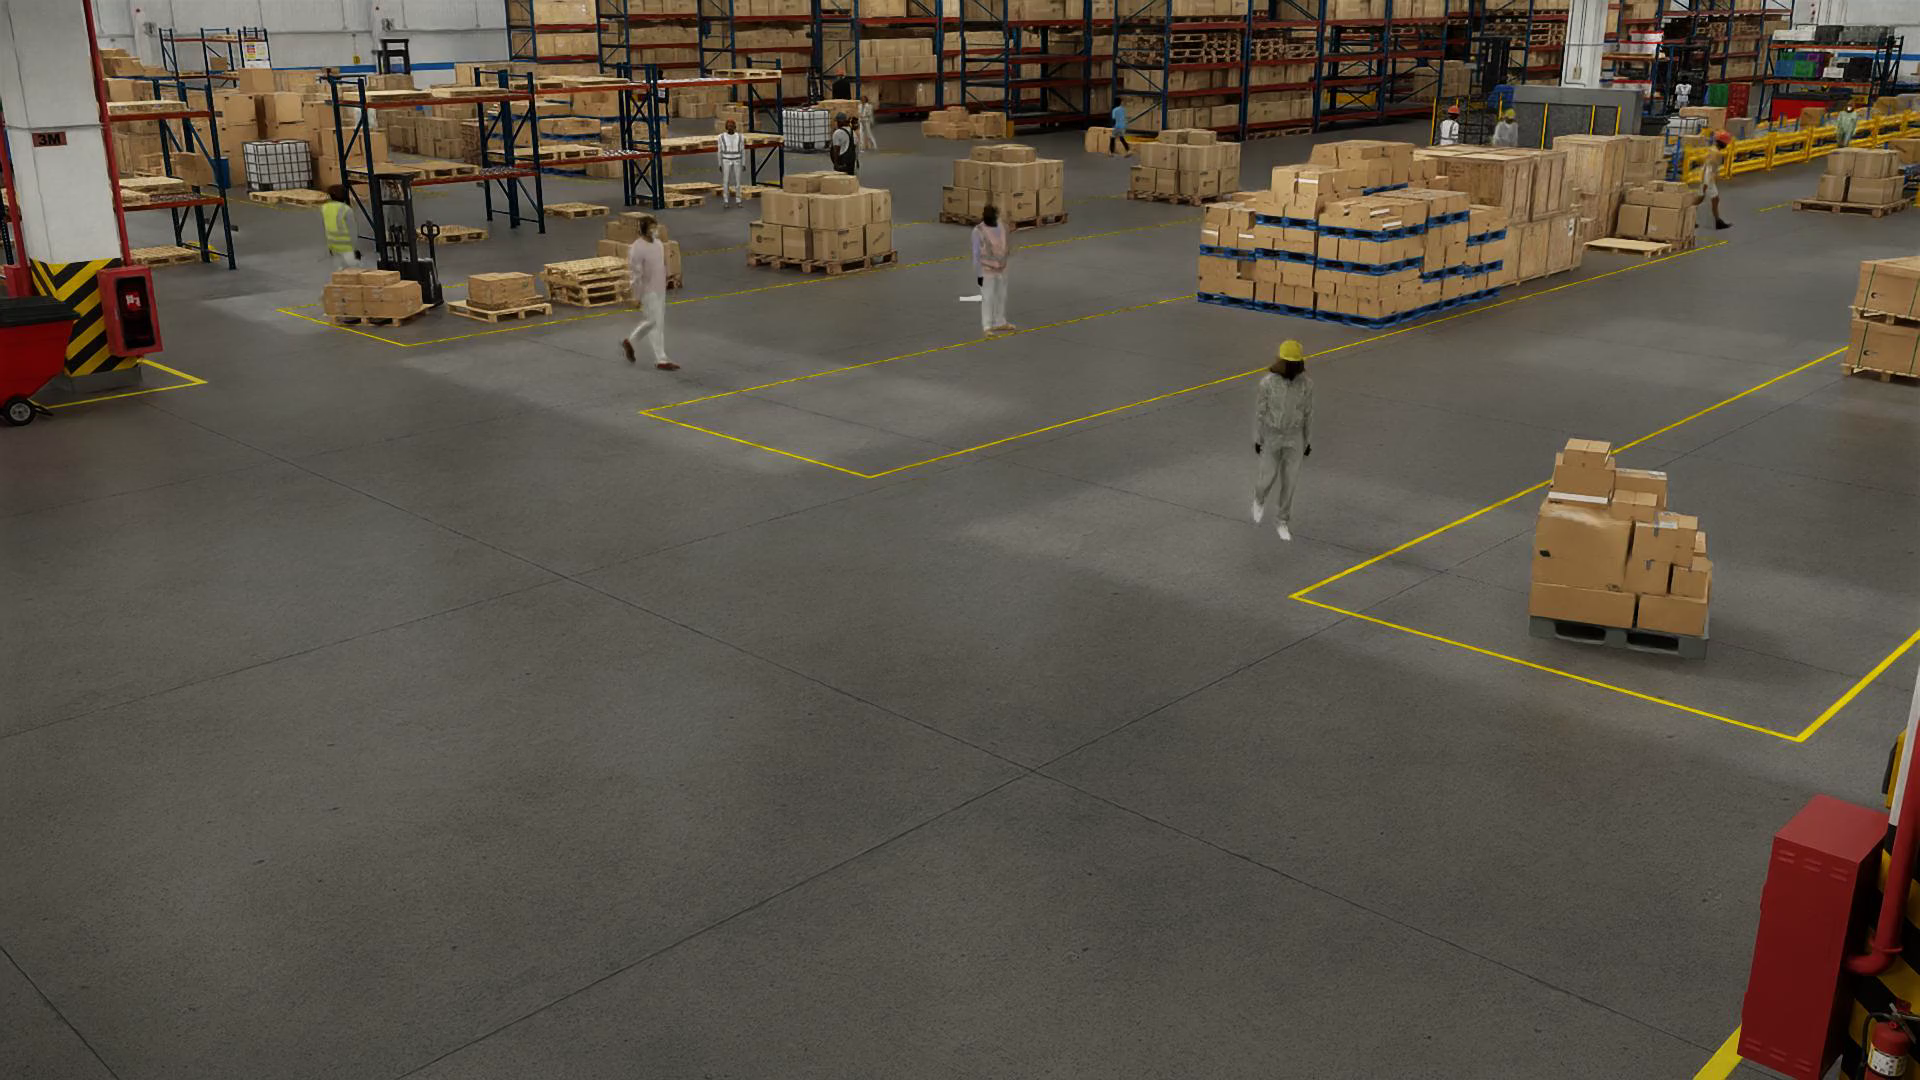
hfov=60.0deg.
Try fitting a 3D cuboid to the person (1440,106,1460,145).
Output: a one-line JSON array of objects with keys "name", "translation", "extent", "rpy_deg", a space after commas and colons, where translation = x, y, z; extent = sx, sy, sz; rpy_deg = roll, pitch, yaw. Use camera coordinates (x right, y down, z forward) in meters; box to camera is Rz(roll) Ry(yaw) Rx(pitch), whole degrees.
[{"name": "person", "translation": [11.437, -9.160, 38.879], "extent": [0.397, 1.928, 0.542], "rpy_deg": [-9, 21, -26]}]

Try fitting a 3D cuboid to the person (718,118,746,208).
[{"name": "person", "translation": [-4.887, -8.066, 35.642], "extent": [0.581, 1.882, 0.339], "rpy_deg": [-5, 19, -15]}]

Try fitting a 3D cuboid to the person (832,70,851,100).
[{"name": "person", "translation": [-3.845, -14.255, 54.128], "extent": [0.609, 1.986, 0.390], "rpy_deg": [-1, 18, -4]}]

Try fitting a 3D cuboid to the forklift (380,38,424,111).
[{"name": "forklift", "translation": [-19.986, -16.397, 59.182], "extent": [1.129, 2.768, 1.873], "rpy_deg": [-13, 23, -35]}]

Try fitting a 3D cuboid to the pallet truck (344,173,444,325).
[{"name": "pallet truck", "translation": [-8.209, -4.181, 23.757], "extent": [0.823, 1.965, 1.885], "rpy_deg": [3, 19, 9]}]

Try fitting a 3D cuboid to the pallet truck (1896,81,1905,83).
[{"name": "pallet truck", "translation": [34.802, -16.331, 61.455], "extent": [0.653, 1.274, 1.630], "rpy_deg": [17, 25, 41]}]

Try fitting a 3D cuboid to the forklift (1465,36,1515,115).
[{"name": "forklift", "translation": [19.973, -17.201, 61.605], "extent": [1.873, 2.768, 1.129], "rpy_deg": [16, 24, 40]}]

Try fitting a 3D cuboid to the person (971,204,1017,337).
[{"name": "person", "translation": [0.474, -3.636, 22.435], "extent": [0.767, 1.801, 0.444], "rpy_deg": [-16, 24, -39]}]

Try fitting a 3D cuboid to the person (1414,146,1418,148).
[{"name": "person", "translation": [8.024, -6.071, 29.656], "extent": [0.793, 1.870, 0.624], "rpy_deg": [-3, 19, -9]}]

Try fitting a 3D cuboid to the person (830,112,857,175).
[{"name": "person", "translation": [-2.521, -8.160, 35.679], "extent": [0.535, 2.000, 0.700], "rpy_deg": [10, 21, 28]}]

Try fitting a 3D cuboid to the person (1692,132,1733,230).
[{"name": "person", "translation": [14.723, -7.007, 32.463], "extent": [0.972, 1.869, 0.650], "rpy_deg": [8, 20, 22]}]

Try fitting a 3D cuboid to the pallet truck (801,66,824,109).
[{"name": "pallet truck", "translation": [-4.812, -15.182, 56.903], "extent": [0.823, 1.965, 1.885], "rpy_deg": [-9, 21, -26]}]

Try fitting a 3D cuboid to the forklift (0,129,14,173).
[{"name": "forklift", "translation": [-24.027, -10.894, 42.604], "extent": [1.129, 2.768, 1.873], "rpy_deg": [17, 25, 41]}]

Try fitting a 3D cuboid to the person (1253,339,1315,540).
[{"name": "person", "translation": [2.755, -0.880, 14.225], "extent": [0.488, 1.733, 0.474], "rpy_deg": [-1, 18, -4]}]

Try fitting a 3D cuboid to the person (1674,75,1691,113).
[{"name": "person", "translation": [24.710, -15.032, 56.922], "extent": [0.535, 1.697, 0.318], "rpy_deg": [-1, 18, -2]}]

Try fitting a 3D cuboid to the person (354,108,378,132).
[{"name": "person", "translation": [-15.540, -10.687, 43.526], "extent": [0.642, 1.902, 0.978], "rpy_deg": [-17, 25, -42]}]

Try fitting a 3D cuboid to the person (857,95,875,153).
[{"name": "person", "translation": [-2.699, -11.964, 47.801], "extent": [0.523, 1.623, 0.526], "rpy_deg": [9, 20, 24]}]

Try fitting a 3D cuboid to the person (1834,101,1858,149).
[{"name": "person", "translation": [23.982, -11.052, 45.033], "extent": [0.526, 1.618, 0.396], "rpy_deg": [16, 24, 40]}]

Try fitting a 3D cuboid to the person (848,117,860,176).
[{"name": "person", "translation": [-2.322, -8.280, 36.307], "extent": [0.328, 1.872, 0.509], "rpy_deg": [4, 19, 12]}]

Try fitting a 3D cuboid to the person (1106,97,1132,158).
[{"name": "person", "translation": [4.458, -11.486, 46.306], "extent": [0.800, 1.654, 0.585], "rpy_deg": [17, 25, 42]}]

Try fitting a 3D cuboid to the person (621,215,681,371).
[{"name": "person", "translation": [-3.866, -3.045, 20.473], "extent": [0.819, 1.917, 0.634], "rpy_deg": [7, 20, 21]}]

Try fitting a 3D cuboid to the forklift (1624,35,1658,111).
[{"name": "forklift", "translation": [25.736, -17.745, 63.246], "extent": [1.129, 2.768, 1.873], "rpy_deg": [17, 25, 41]}]

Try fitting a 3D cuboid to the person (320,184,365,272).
[{"name": "person", "translation": [-9.019, -4.269, 24.286], "extent": [0.649, 1.829, 0.480], "rpy_deg": [10, 21, 28]}]

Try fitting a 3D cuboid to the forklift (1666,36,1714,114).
[{"name": "forklift", "translation": [27.341, -17.291, 61.877], "extent": [1.129, 2.768, 1.873], "rpy_deg": [17, 25, 41]}]

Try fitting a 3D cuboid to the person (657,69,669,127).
[{"name": "person", "translation": [-10.113, -15.003, 56.506], "extent": [0.588, 1.911, 0.396], "rpy_deg": [11, 21, 29]}]

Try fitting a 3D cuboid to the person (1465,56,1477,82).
[{"name": "person", "translation": [21.581, -19.521, 70.262], "extent": [0.442, 1.821, 0.606], "rpy_deg": [-15, 24, -38]}]

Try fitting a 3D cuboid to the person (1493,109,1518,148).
[{"name": "person", "translation": [12.977, -9.327, 39.551], "extent": [0.622, 1.812, 0.418], "rpy_deg": [-6, 19, -17]}]
